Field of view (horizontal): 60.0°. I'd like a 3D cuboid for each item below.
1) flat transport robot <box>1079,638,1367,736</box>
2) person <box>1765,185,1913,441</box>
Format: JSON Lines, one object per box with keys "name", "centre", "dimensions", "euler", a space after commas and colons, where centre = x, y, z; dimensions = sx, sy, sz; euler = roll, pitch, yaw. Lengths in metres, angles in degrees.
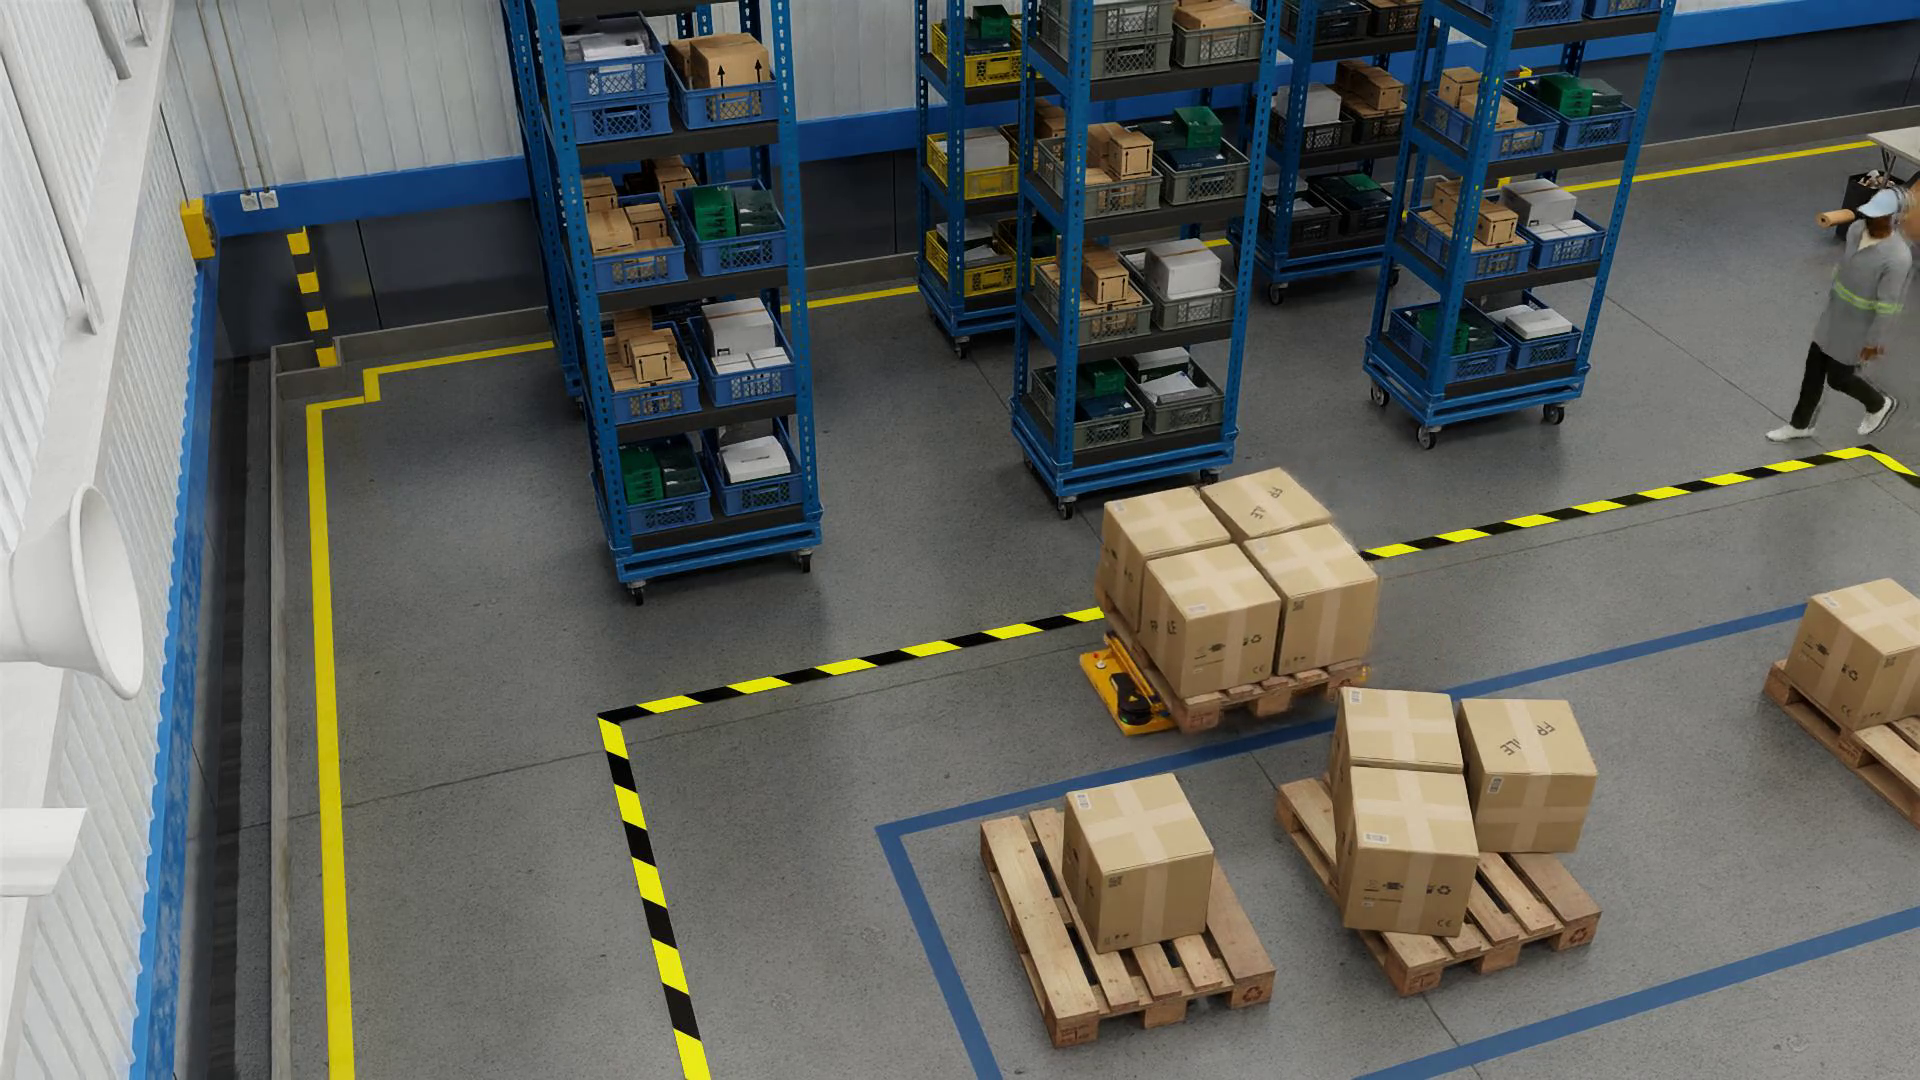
{"name": "flat transport robot", "centre": [1.436, 0.654, 9.105], "dimensions": [1.431, 0.197, 0.652], "euler": [-11, 37, -15]}
{"name": "person", "centre": [5.815, -1.433, 10.728], "dimensions": [0.681, 1.833, 0.590], "euler": [-5, 36, -7]}
